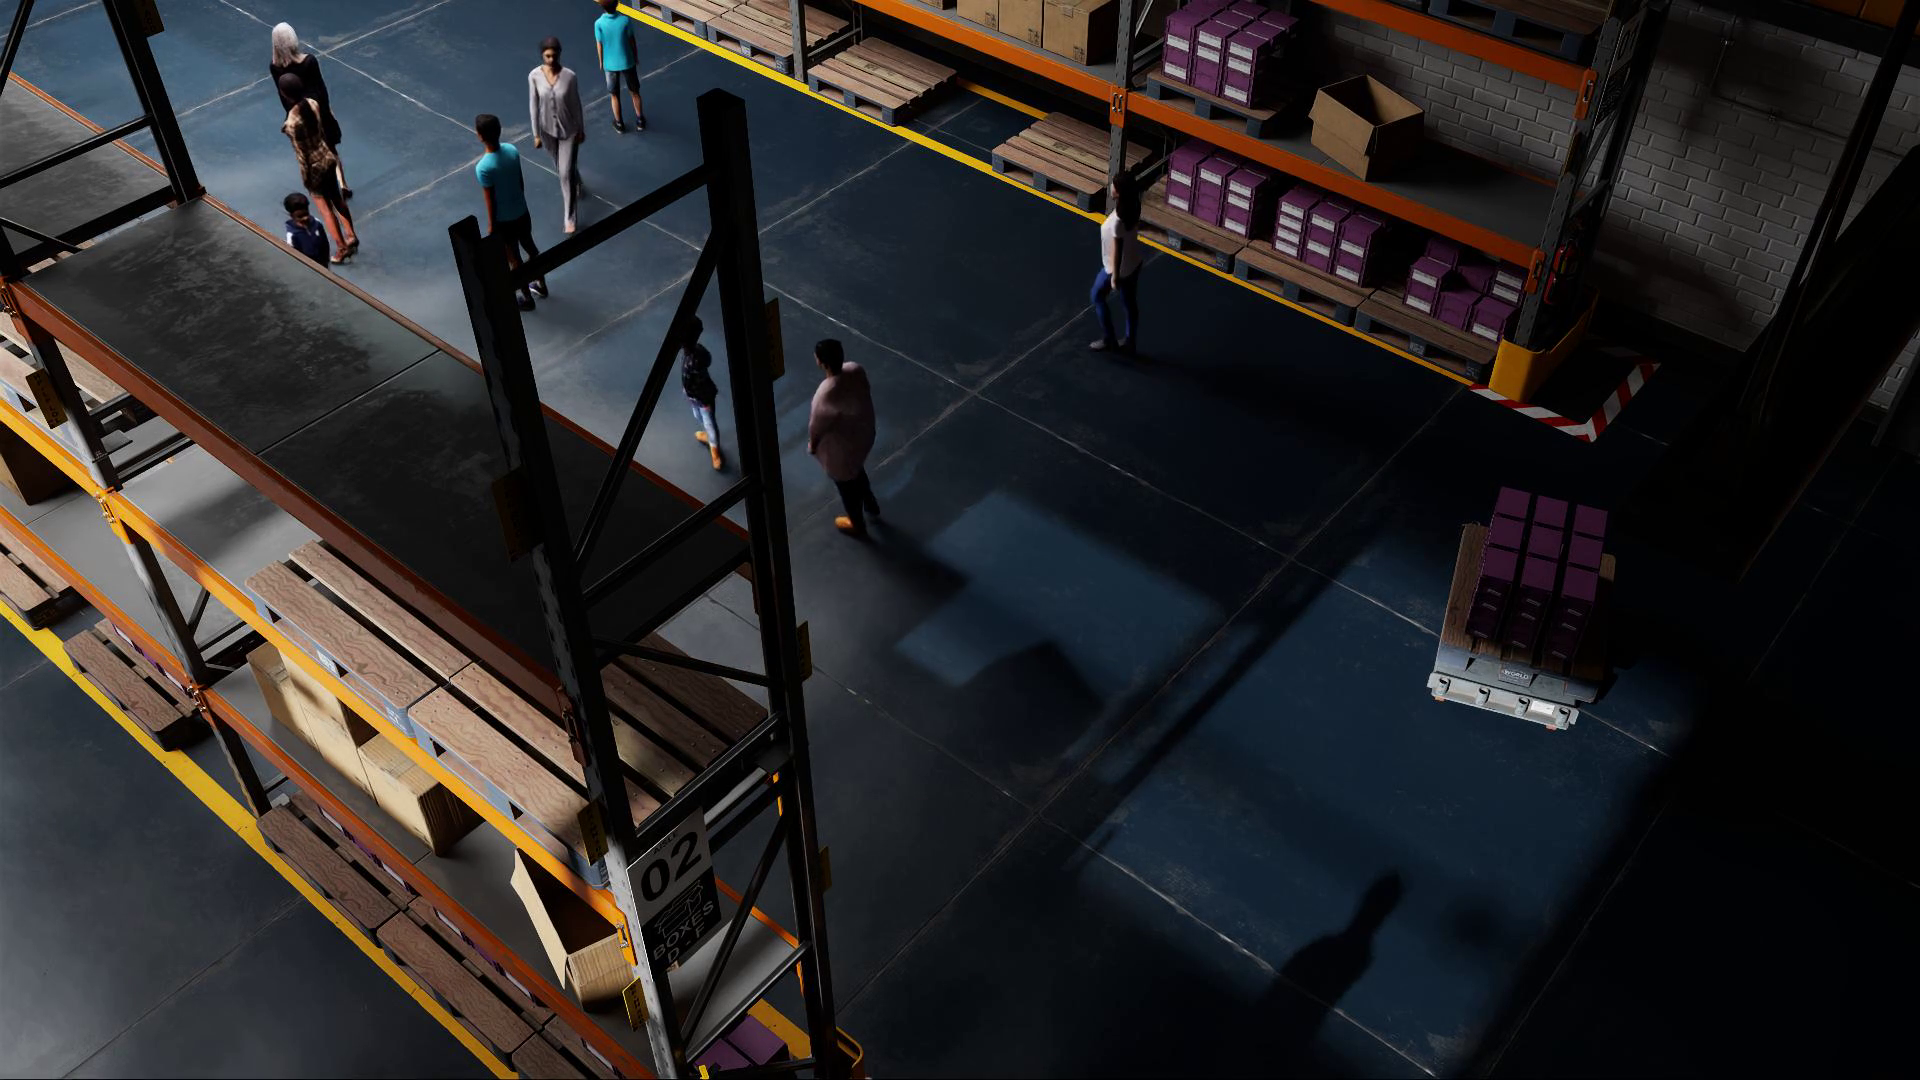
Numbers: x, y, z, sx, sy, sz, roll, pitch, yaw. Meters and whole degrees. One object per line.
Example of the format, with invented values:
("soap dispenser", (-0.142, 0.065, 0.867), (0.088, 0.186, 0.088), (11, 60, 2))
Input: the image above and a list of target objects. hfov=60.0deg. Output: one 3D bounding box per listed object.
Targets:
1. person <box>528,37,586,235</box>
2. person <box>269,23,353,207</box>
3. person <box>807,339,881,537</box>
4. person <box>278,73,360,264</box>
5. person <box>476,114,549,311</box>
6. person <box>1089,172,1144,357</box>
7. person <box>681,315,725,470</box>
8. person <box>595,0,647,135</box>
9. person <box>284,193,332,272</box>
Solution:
("person", (-3.582, -3.702, 14.896), (1.088, 1.731, 1.112), (0, 44, 0))
("person", (-5.877, -3.840, 15.029), (0.700, 1.747, 0.729), (-12, 45, -13))
("person", (-0.743, -0.695, 11.740), (0.736, 1.731, 0.750), (26, 49, 25))
("person", (-5.521, -3.192, 14.316), (0.683, 1.793, 0.671), (9, 44, 10))
("person", (-3.741, -2.726, 13.840), (0.582, 1.774, 0.663), (19, 47, 19))
("person", (1.370, -2.144, 13.304), (0.640, 1.670, 0.650), (24, 49, 23))
("person", (-1.925, -1.117, 12.538), (0.752, 1.240, 0.582), (-27, 50, -26))
("person", (-3.301, -4.638, 16.083), (0.592, 1.449, 0.616), (-12, 45, -13))
("person", (-5.432, -2.350, 13.870), (0.585, 1.189, 0.858), (-32, 52, -29))
